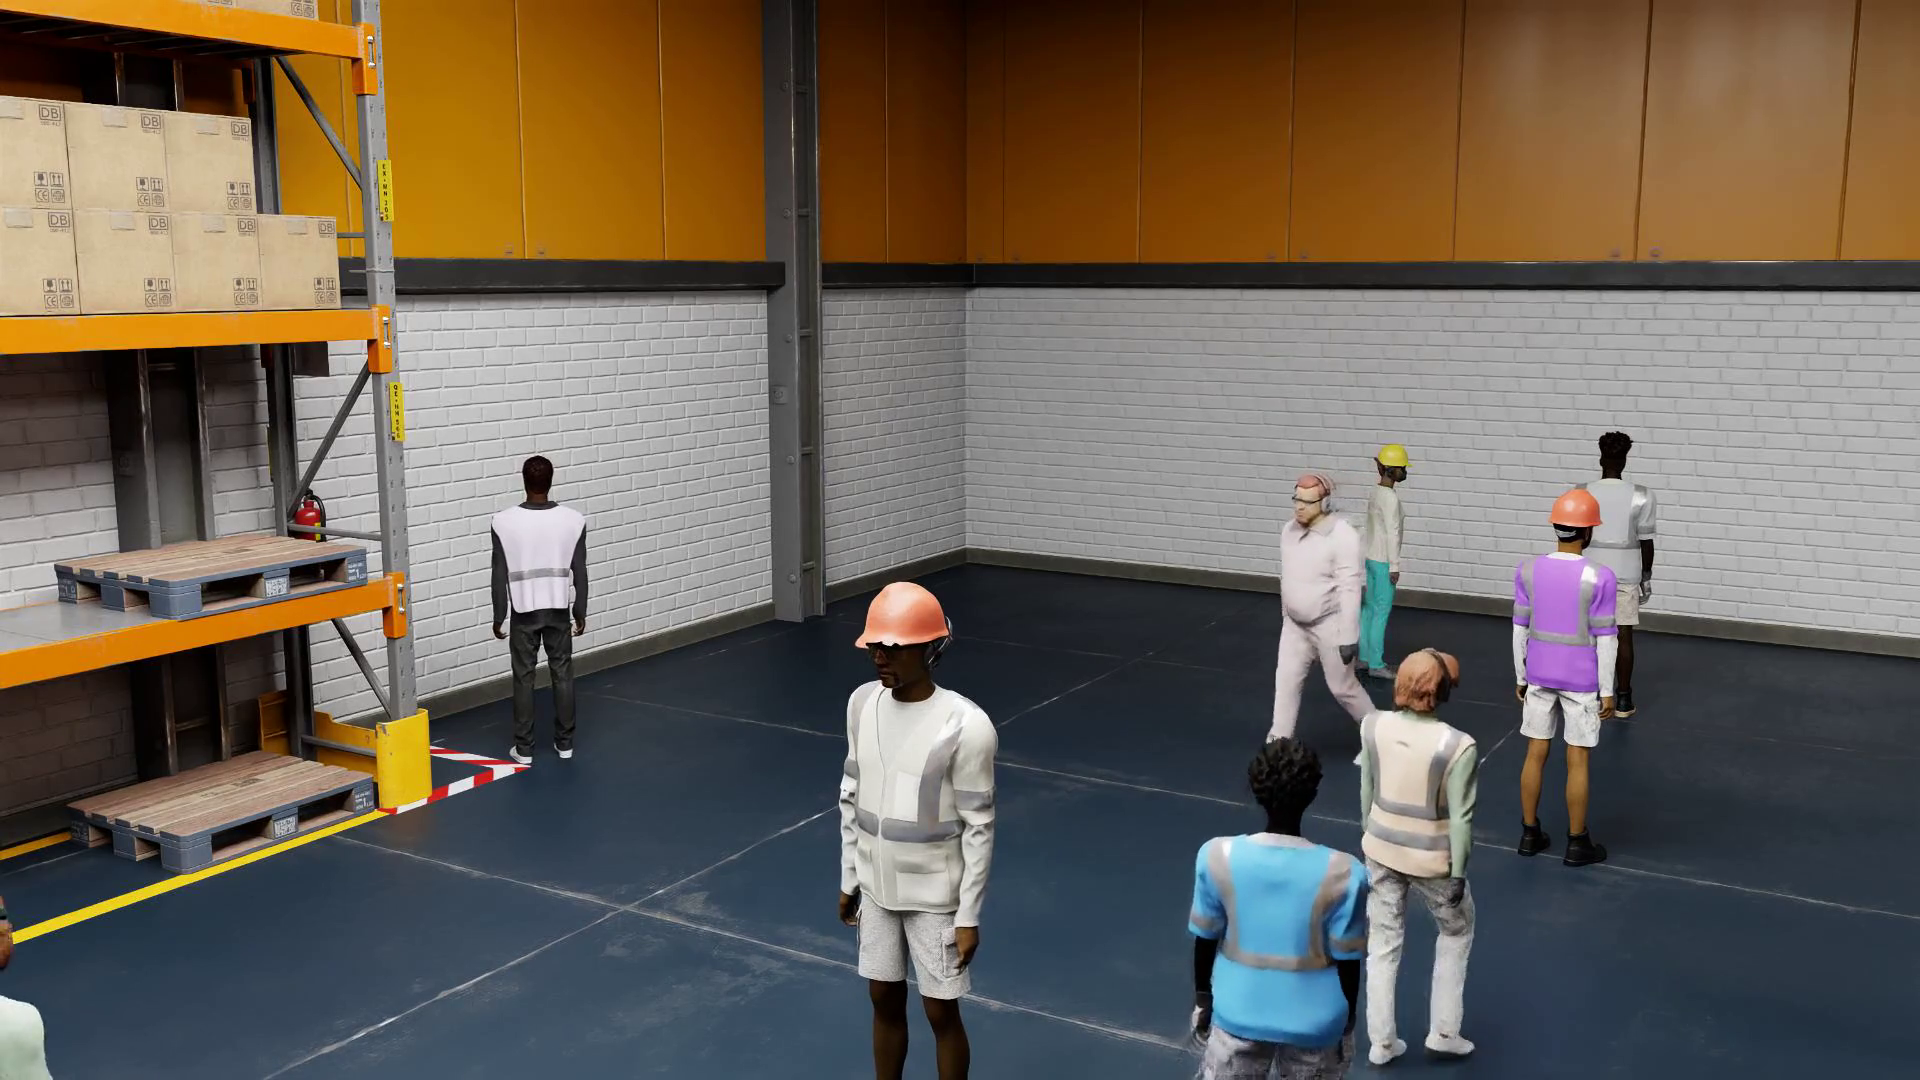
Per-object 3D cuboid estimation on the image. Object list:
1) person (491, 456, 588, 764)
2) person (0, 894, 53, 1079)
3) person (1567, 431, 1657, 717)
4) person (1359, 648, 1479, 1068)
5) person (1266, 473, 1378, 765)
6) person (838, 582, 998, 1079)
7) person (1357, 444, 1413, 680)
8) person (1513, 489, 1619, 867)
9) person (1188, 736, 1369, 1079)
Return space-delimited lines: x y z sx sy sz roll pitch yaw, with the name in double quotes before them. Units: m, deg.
"person" -2.604 0.433 10.330 0.595 1.914 0.389 -4 10 -24
"person" -2.409 1.590 4.051 0.518 1.616 0.670 2 9 15
"person" 4.431 0.234 11.390 0.603 1.966 0.368 3 10 20
"person" 1.763 1.210 6.377 0.526 1.623 0.541 8 12 42
"person" 2.215 0.504 10.083 0.967 1.858 0.692 -6 11 -33
"person" -0.170 1.144 5.472 0.605 2.044 0.374 7 11 36
"person" 3.206 0.158 12.493 0.326 1.767 0.533 0 9 -2
"person" 3.112 0.703 8.552 0.543 1.939 0.360 9 13 44
"person" 0.920 1.421 4.898 0.533 1.681 0.603 3 10 20
